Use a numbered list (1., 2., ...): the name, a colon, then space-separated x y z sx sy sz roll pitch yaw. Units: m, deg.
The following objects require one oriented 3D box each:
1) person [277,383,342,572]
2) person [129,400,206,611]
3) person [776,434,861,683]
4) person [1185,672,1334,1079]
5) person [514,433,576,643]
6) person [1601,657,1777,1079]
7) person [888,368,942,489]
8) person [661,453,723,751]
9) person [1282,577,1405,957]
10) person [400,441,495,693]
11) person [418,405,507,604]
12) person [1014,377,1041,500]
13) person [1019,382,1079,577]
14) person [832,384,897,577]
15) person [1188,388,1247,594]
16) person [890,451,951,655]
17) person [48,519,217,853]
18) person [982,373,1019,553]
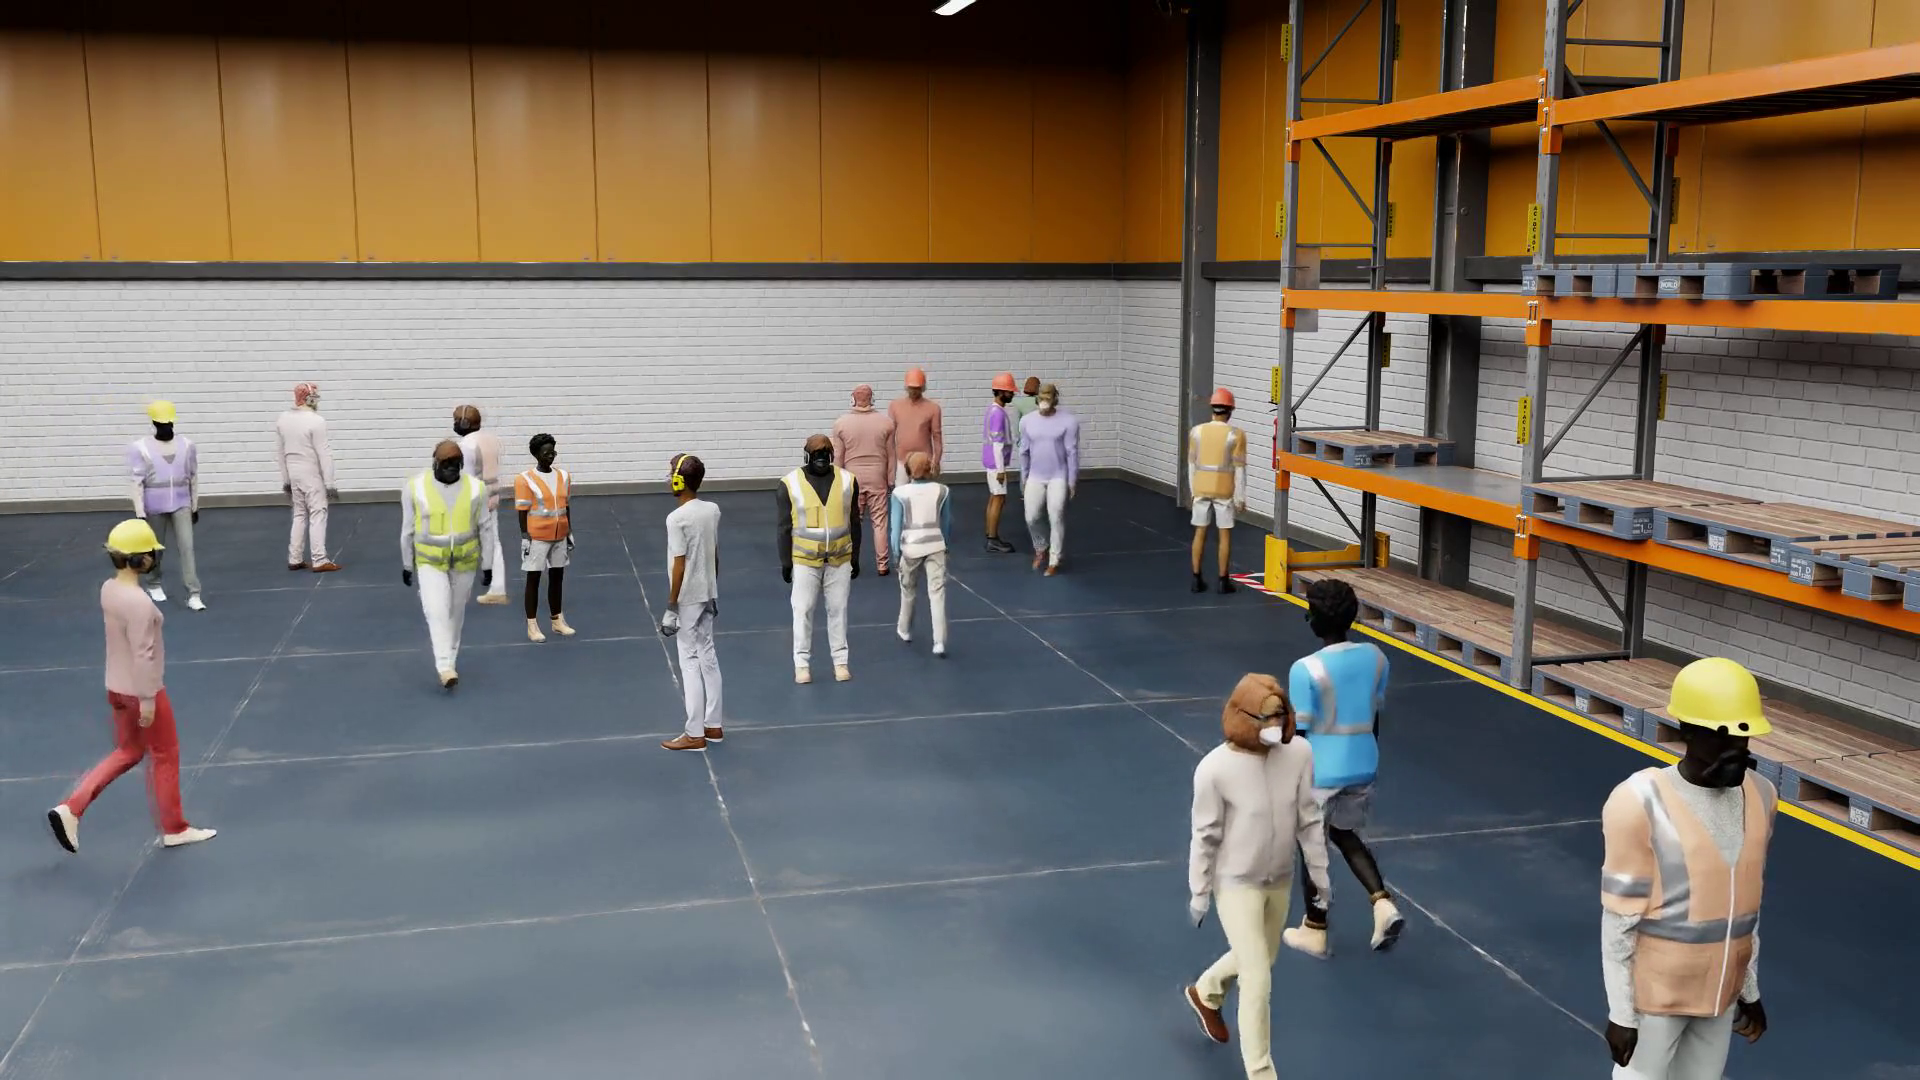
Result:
1. person: -6.514 -0.611 16.631 0.716 1.898 0.418 5 11 30
2. person: -7.119 -0.330 14.921 0.594 1.876 1.005 -8 12 -40
3. person: -1.021 0.137 12.136 0.618 1.836 0.432 -3 10 -17
4. person: 1.022 1.225 6.043 0.542 1.601 0.767 -5 10 -28
5. person: -3.372 -0.026 13.553 0.318 1.697 0.534 7 12 38
6. person: 2.075 1.271 4.739 0.588 1.928 0.383 -4 10 -22
7. person: -0.511 -0.939 18.426 0.643 1.962 0.752 2 9 13
8. person: -1.692 0.389 10.424 0.329 1.872 0.511 4 10 24
9. person: 1.650 1.002 7.156 0.543 1.681 0.475 -5 10 -30
10. person: -3.672 0.179 11.991 0.636 1.782 0.989 -5 10 -28
11. person: -4.468 -0.309 14.976 0.723 1.819 0.636 2 9 14
12. person: 0.962 -1.335 21.919 0.500 1.633 0.285 2 9 11
13. person: 0.864 -0.589 16.383 0.636 1.925 0.426 3 10 19
14. person: -0.938 -0.579 16.375 0.638 1.902 0.407 -1 9 -8
15. person: 2.410 -0.448 15.505 0.567 1.915 0.447 5 10 26
16. person: -0.303 0.095 13.142 0.523 1.585 0.898 -2 9 -15
17. person: -4.254 0.759 8.482 0.529 1.747 0.690 8 12 41
18. person: 0.433 -0.824 17.828 0.390 1.929 0.556 0 9 -3
